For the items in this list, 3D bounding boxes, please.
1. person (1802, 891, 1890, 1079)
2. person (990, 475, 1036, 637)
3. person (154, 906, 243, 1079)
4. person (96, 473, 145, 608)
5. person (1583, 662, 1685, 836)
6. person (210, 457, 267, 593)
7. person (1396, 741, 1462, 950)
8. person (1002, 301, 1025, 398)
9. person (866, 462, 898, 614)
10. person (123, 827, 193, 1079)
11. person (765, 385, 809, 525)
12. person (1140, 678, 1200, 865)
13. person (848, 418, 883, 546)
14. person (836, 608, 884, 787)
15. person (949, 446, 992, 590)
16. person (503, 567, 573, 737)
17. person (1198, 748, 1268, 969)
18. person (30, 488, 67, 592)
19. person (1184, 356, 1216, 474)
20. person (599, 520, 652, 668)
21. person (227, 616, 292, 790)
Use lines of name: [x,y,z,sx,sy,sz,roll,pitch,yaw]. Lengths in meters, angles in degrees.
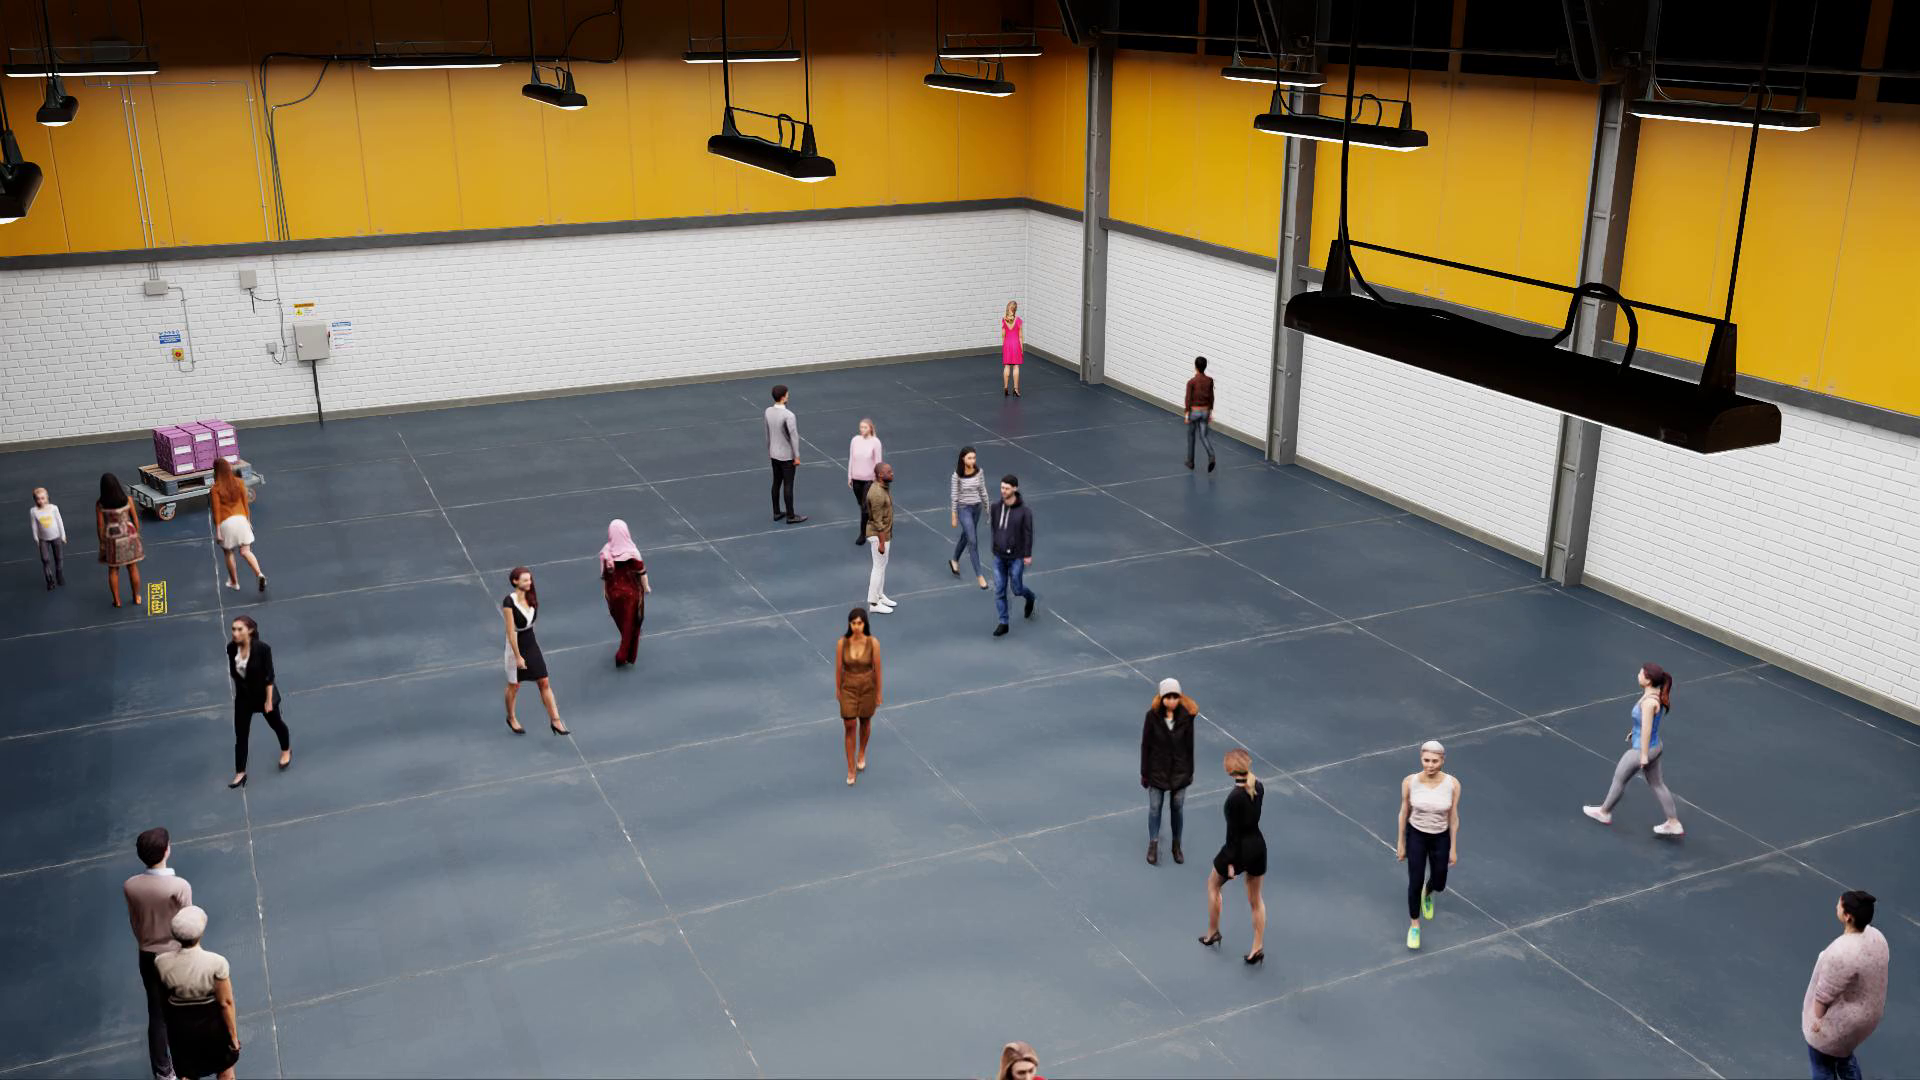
person: [5.703,3.037,10.585,0.712,1.732,0.759,-9,21,-25]
person: [0.610,0.146,18.949,1.086,1.873,1.076,11,21,29]
person: [-4.757,3.119,10.339,0.808,1.734,1.030,-2,19,-6]
person: [-9.964,-0.004,19.754,0.684,1.643,0.602,-11,22,-30]
person: [6.004,1.840,14.385,1.144,1.575,0.873,15,24,37]
person: [-8.727,-0.147,20.093,1.089,1.697,0.869,15,24,38]
person: [3.607,2.299,12.847,0.851,1.686,0.930,4,19,12]
person: [0.932,-3.439,29.821,0.649,1.729,0.722,9,20,24]
person: [-0.944,-0.046,19.609,0.852,1.816,0.706,1,19,3]
person: [-5.357,2.831,11.157,1.002,1.757,1.269,0,19,1]
person: [-2.445,-1.186,22.824,0.733,1.923,0.888,16,24,39]
person: [1.743,1.923,14.042,0.739,1.636,0.760,0,19,1]
person: [-1.239,-0.821,22.149,1.081,1.663,1.098,8,20,22]
person: [-0.939,1.396,15.560,0.787,1.666,0.943,-1,19,-2]
person: [0.072,-0.294,20.473,0.715,1.734,1.163,-11,22,-30]
person: [-4.360,1.105,16.266,1.093,1.768,0.945,11,22,30]
person: [2.160,2.415,12.422,0.699,1.739,0.863,-12,22,-32]
person: [-11.204,-0.042,20.470,0.548,1.258,0.819,-12,22,-31]
person: [3.643,-1.856,25.073,0.729,1.757,1.072,-6,20,-17]
person: [-3.660,0.609,18.018,1.012,1.589,1.139,4,19,12]
person: [-6.484,1.453,15.477,0.999,1.611,1.184,3,19,8]
